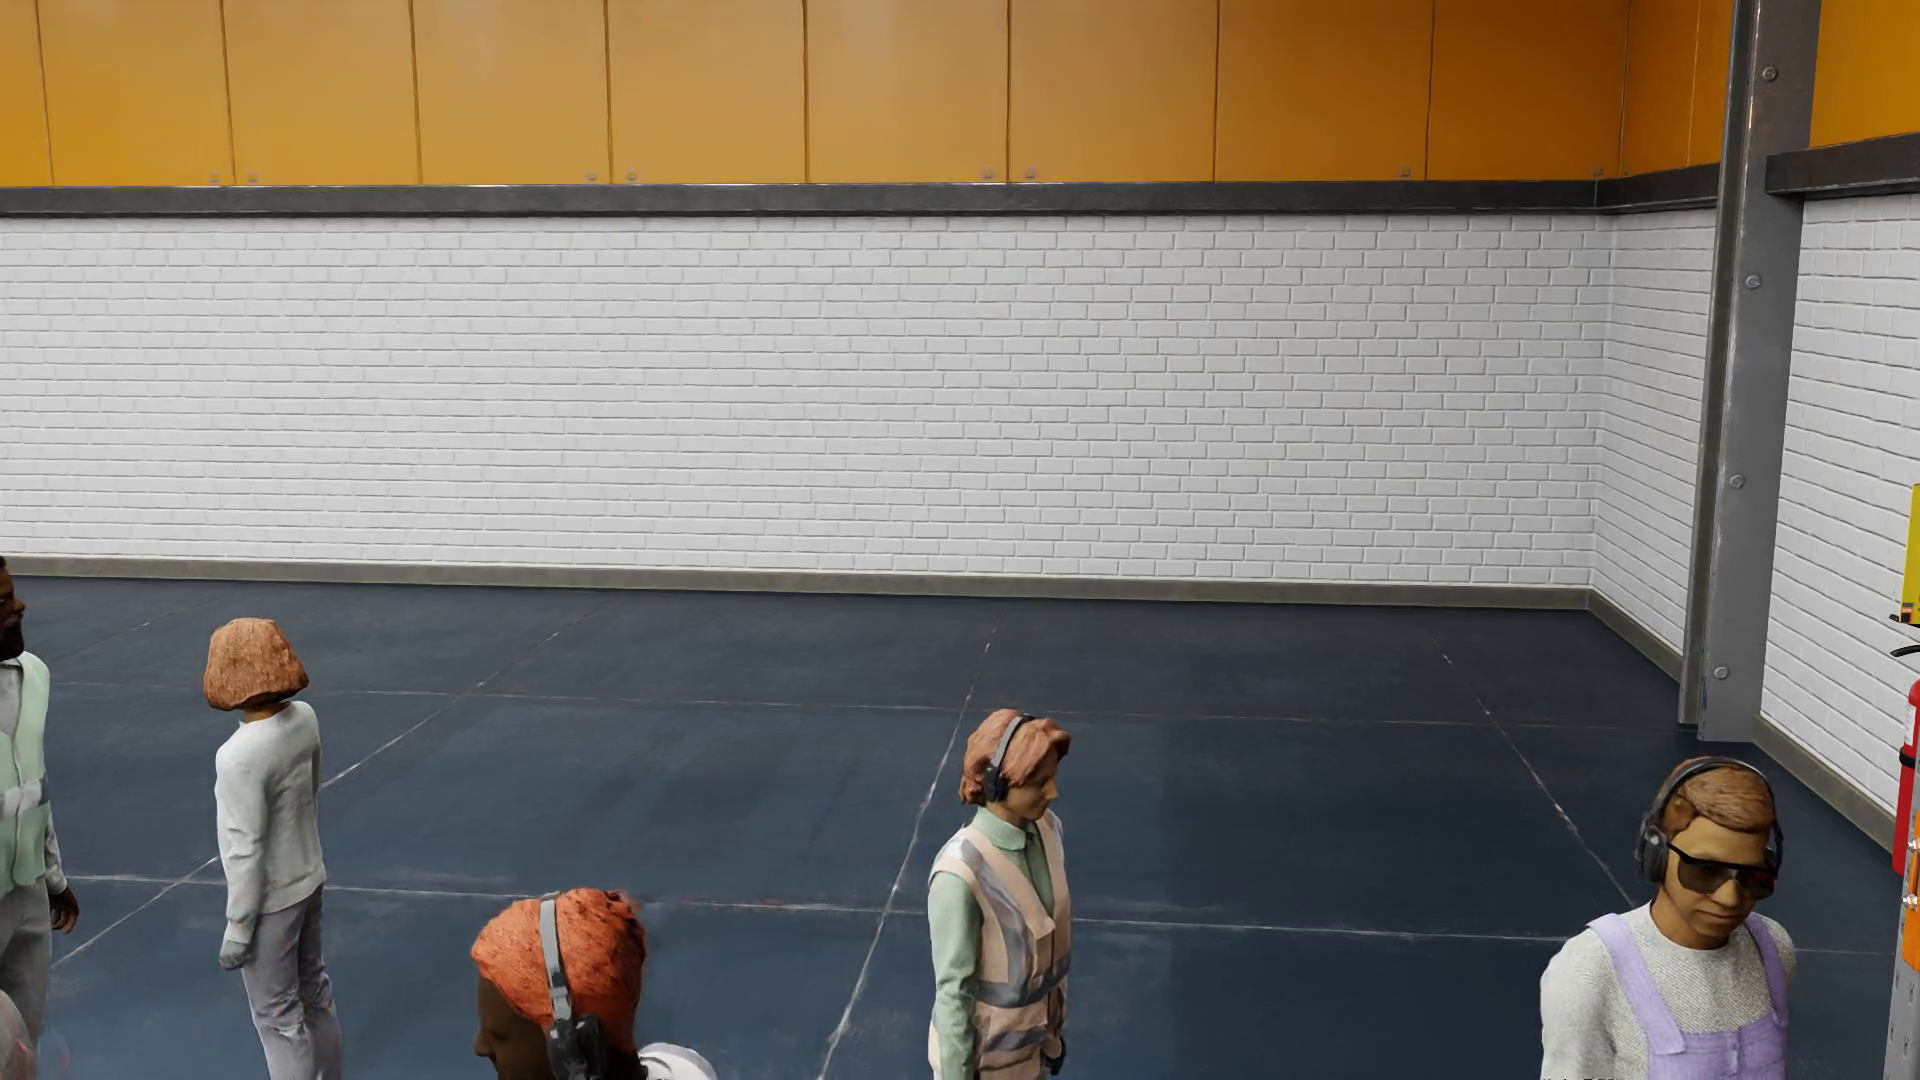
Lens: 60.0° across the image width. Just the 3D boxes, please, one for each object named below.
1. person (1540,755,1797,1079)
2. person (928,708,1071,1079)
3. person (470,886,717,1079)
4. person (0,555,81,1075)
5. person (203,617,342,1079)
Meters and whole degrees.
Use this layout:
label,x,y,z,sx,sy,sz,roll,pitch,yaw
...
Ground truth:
label,x,y,z,sx,sy,sz,roll,pitch,yaw
person,1.190,1.247,2.839,0.509,1.841,0.329,-4,11,-23
person,0.091,1.181,3.801,0.315,1.638,0.515,5,11,28
person,-0.359,1.353,2.278,0.986,1.849,0.589,-1,10,-4
person,-2.565,0.946,4.339,0.370,1.919,0.597,1,10,7
person,-1.953,1.022,4.725,0.278,1.633,0.507,0,10,0
